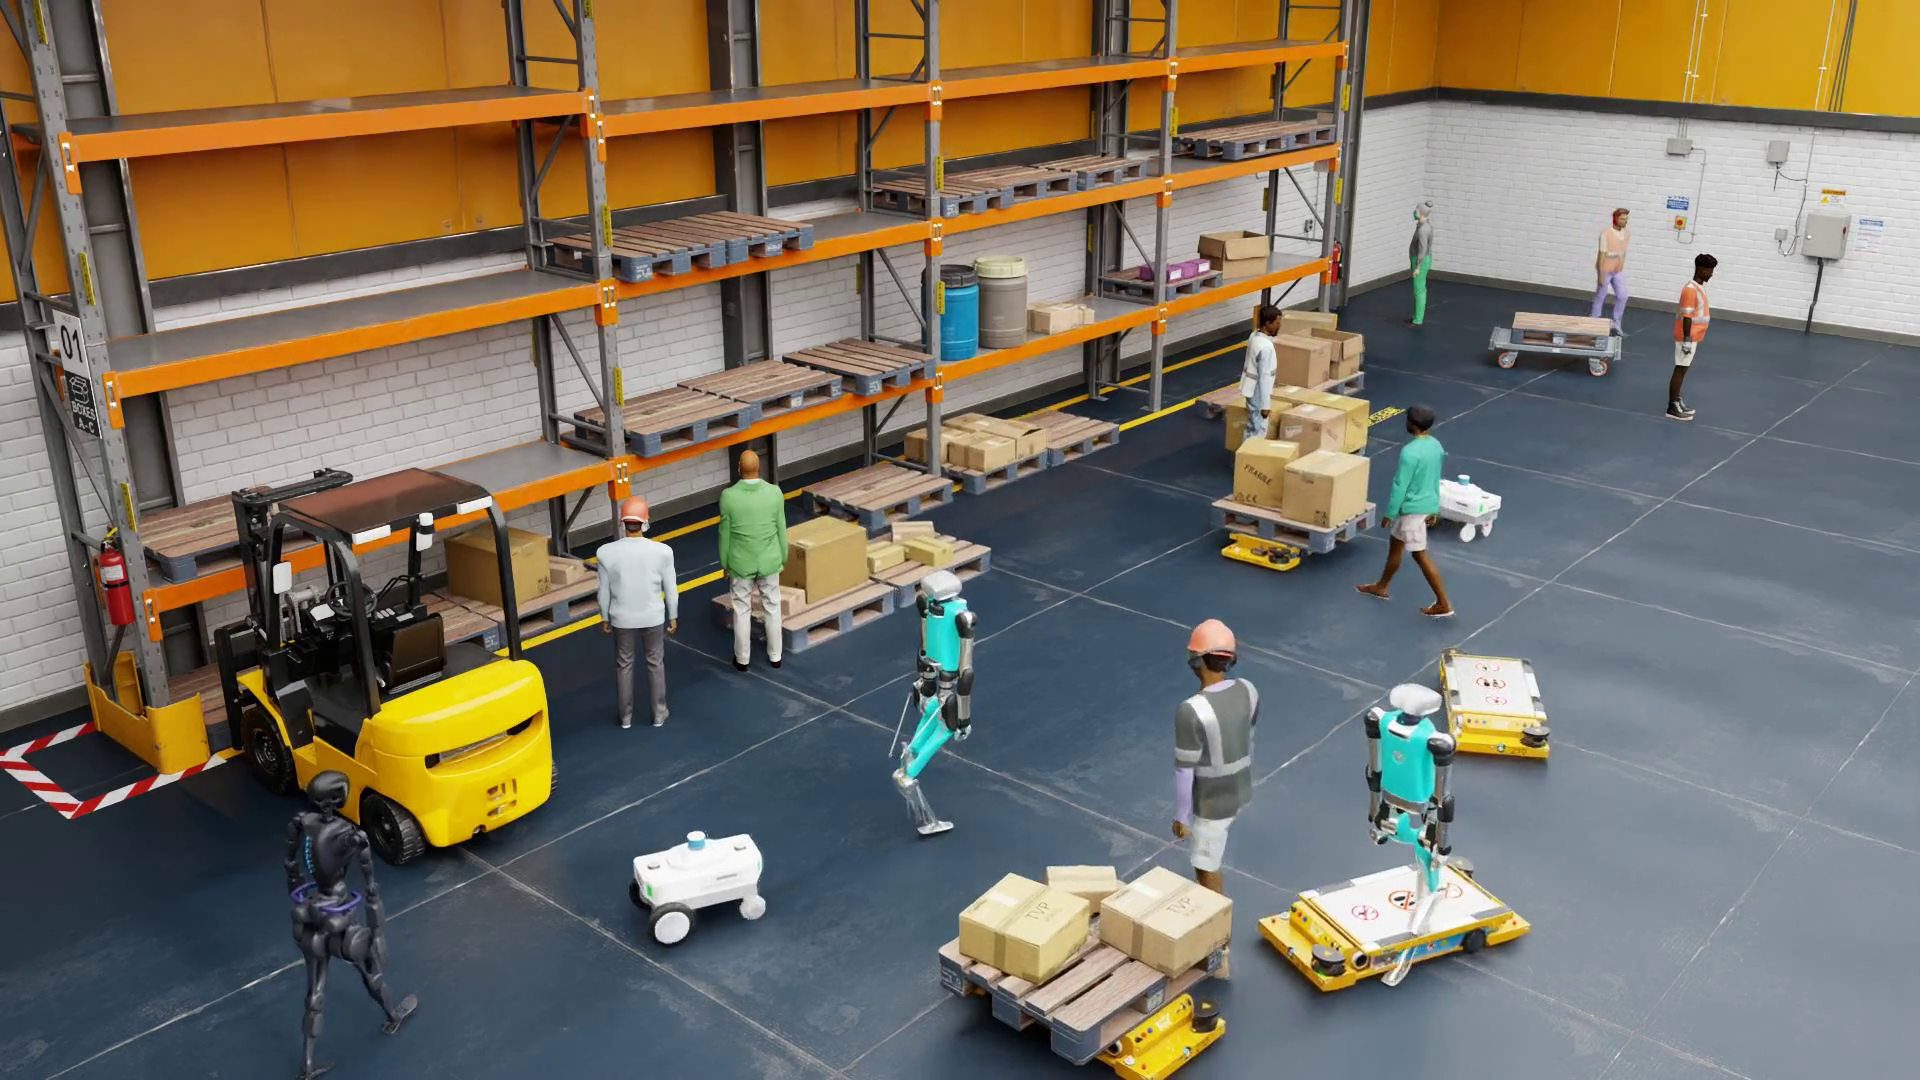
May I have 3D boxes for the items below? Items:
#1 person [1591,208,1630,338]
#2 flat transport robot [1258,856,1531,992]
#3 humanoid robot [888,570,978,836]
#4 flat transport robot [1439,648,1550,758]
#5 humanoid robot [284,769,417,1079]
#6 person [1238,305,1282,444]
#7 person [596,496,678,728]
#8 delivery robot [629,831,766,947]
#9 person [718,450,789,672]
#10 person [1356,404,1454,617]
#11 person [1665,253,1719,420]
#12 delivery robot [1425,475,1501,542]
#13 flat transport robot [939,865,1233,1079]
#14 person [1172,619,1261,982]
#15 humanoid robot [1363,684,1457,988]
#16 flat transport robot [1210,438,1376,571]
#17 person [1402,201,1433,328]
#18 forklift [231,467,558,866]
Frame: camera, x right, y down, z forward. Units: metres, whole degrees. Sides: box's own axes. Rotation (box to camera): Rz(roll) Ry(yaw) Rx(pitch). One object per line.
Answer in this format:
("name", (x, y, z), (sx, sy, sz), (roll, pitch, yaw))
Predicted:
("person", (9.250, -3.754, 23.464), (0.589, 1.821, 0.691), (-10, 22, -25))
("flat transport robot", (2.509, 2.197, 9.598), (1.431, 0.231, 0.659), (-9, 22, -22))
("humanoid robot", (-0.250, 1.126, 10.454), (0.663, 1.855, 0.541), (-14, 24, -33))
("flat transport robot", (3.937, 1.193, 12.317), (0.659, 0.231, 1.431), (4, 21, 11))
("humanoid robot", (-3.165, 1.911, 8.406), (0.610, 1.629, 0.768), (8, 22, 21))
("person", (3.100, -1.496, 17.247), (0.401, 1.908, 0.596), (-1, 20, -1))
("person", (-2.318, 0.524, 12.009), (0.572, 1.738, 0.350), (-3, 21, -9))
("delivery robot", (-1.529, 1.988, 9.738), (0.772, 0.585, 0.499), (-9, 22, -22))
("person", (-1.598, 0.167, 12.929), (0.544, 1.777, 0.387), (-6, 21, -16))
("person", (3.849, -0.256, 14.047), (0.931, 1.806, 0.505), (16, 26, 37))
("person", (8.630, -2.413, 19.651), (0.371, 1.959, 0.602), (11, 23, 28))
("delivery robot", (4.817, -0.338, 16.031), (0.509, 0.579, 0.736), (-15, 25, -35))
("flat transport robot", (0.652, 2.432, 8.962), (1.431, 0.231, 0.659), (19, 27, 41))
("person", (1.384, 1.415, 9.248), (0.699, 1.992, 0.619), (18, 27, 40))
("humanoid robot", (2.592, 1.558, 9.216), (0.839, 1.777, 0.530), (-17, 26, -38))
("flat transport robot", (3.121, -0.042, 15.664), (0.659, 0.231, 1.431), (16, 26, 37))
("person", (6.665, -4.005, 24.139), (0.348, 1.839, 0.513), (8, 22, 20))
("forklift", (-3.730, 0.710, 10.856), (2.313, 2.155, 1.214), (17, 26, 38))
